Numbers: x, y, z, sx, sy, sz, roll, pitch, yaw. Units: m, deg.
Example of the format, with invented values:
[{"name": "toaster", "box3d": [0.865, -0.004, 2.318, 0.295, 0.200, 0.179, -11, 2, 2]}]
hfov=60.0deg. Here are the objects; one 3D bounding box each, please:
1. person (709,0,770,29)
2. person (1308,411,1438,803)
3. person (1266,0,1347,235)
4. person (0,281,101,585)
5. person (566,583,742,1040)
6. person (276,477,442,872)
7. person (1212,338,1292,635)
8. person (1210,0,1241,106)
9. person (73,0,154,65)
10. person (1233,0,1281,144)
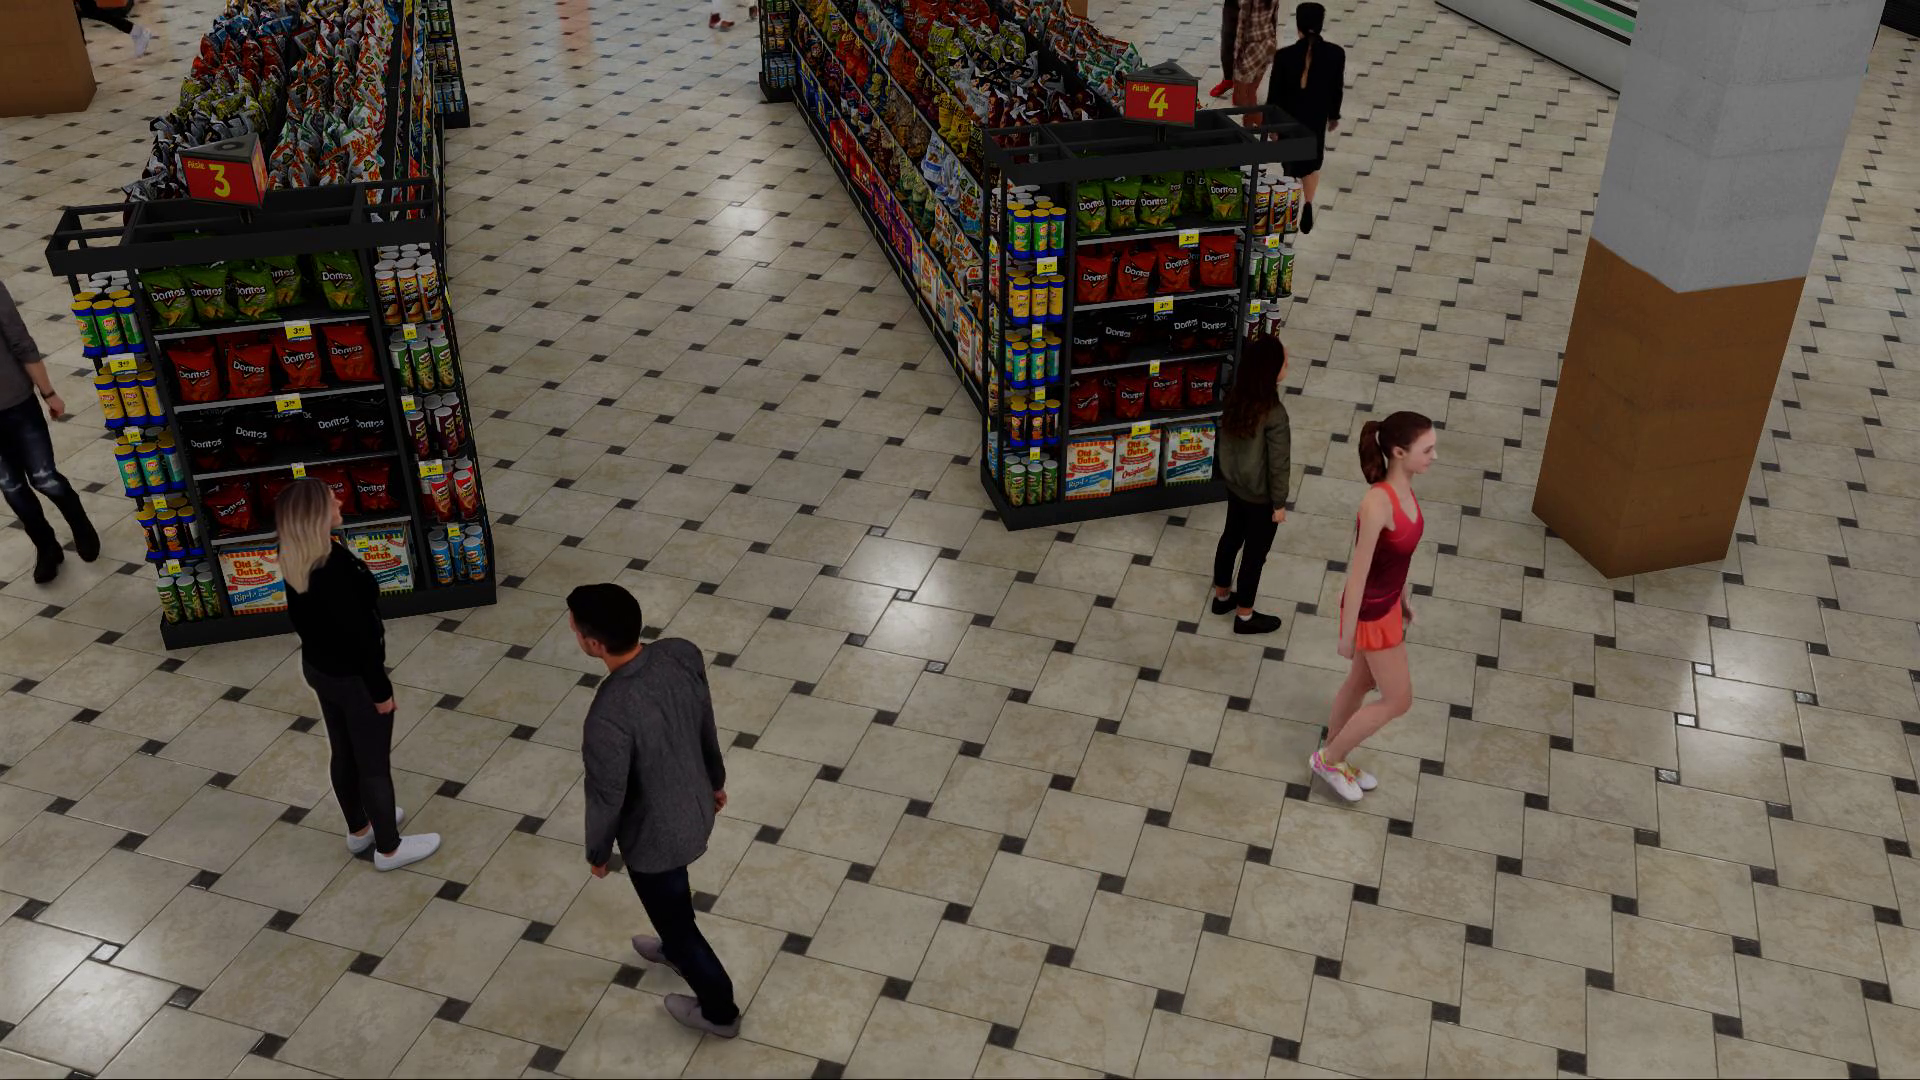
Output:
[{"name": "person", "box3d": [-2.433, -6.005, 16.725, 0.756, 1.700, 0.924, -12, 34, -18]}, {"name": "person", "box3d": [1.567, 0.261, 6.621, 0.753, 1.738, 0.687, 14, 34, 21]}, {"name": "person", "box3d": [2.448, -2.928, 11.819, 0.824, 1.661, 0.915, 0, 32, 0]}, {"name": "person", "box3d": [-4.616, -0.684, 7.997, 0.729, 1.887, 0.687, -11, 34, -17]}, {"name": "person", "box3d": [-0.896, 0.953, 5.408, 0.982, 1.843, 0.924, 15, 35, 23]}, {"name": "person", "box3d": [-2.317, 0.517, 6.258, 0.654, 1.685, 0.757, 25, 40, 34]}, {"name": "person", "box3d": [1.357, -0.252, 7.693, 0.681, 1.475, 0.493, -14, 34, -21]}, {"name": "person", "box3d": [2.518, -4.697, 14.559, 0.899, 1.769, 0.784, -19, 37, -28]}, {"name": "person", "box3d": [-8.188, -5.337, 15.564, 0.925, 1.793, 1.141, -17, 36, -25]}, {"name": "person", "box3d": [2.385, -3.799, 13.107, 0.783, 1.779, 0.980, -21, 38, -30]}]
